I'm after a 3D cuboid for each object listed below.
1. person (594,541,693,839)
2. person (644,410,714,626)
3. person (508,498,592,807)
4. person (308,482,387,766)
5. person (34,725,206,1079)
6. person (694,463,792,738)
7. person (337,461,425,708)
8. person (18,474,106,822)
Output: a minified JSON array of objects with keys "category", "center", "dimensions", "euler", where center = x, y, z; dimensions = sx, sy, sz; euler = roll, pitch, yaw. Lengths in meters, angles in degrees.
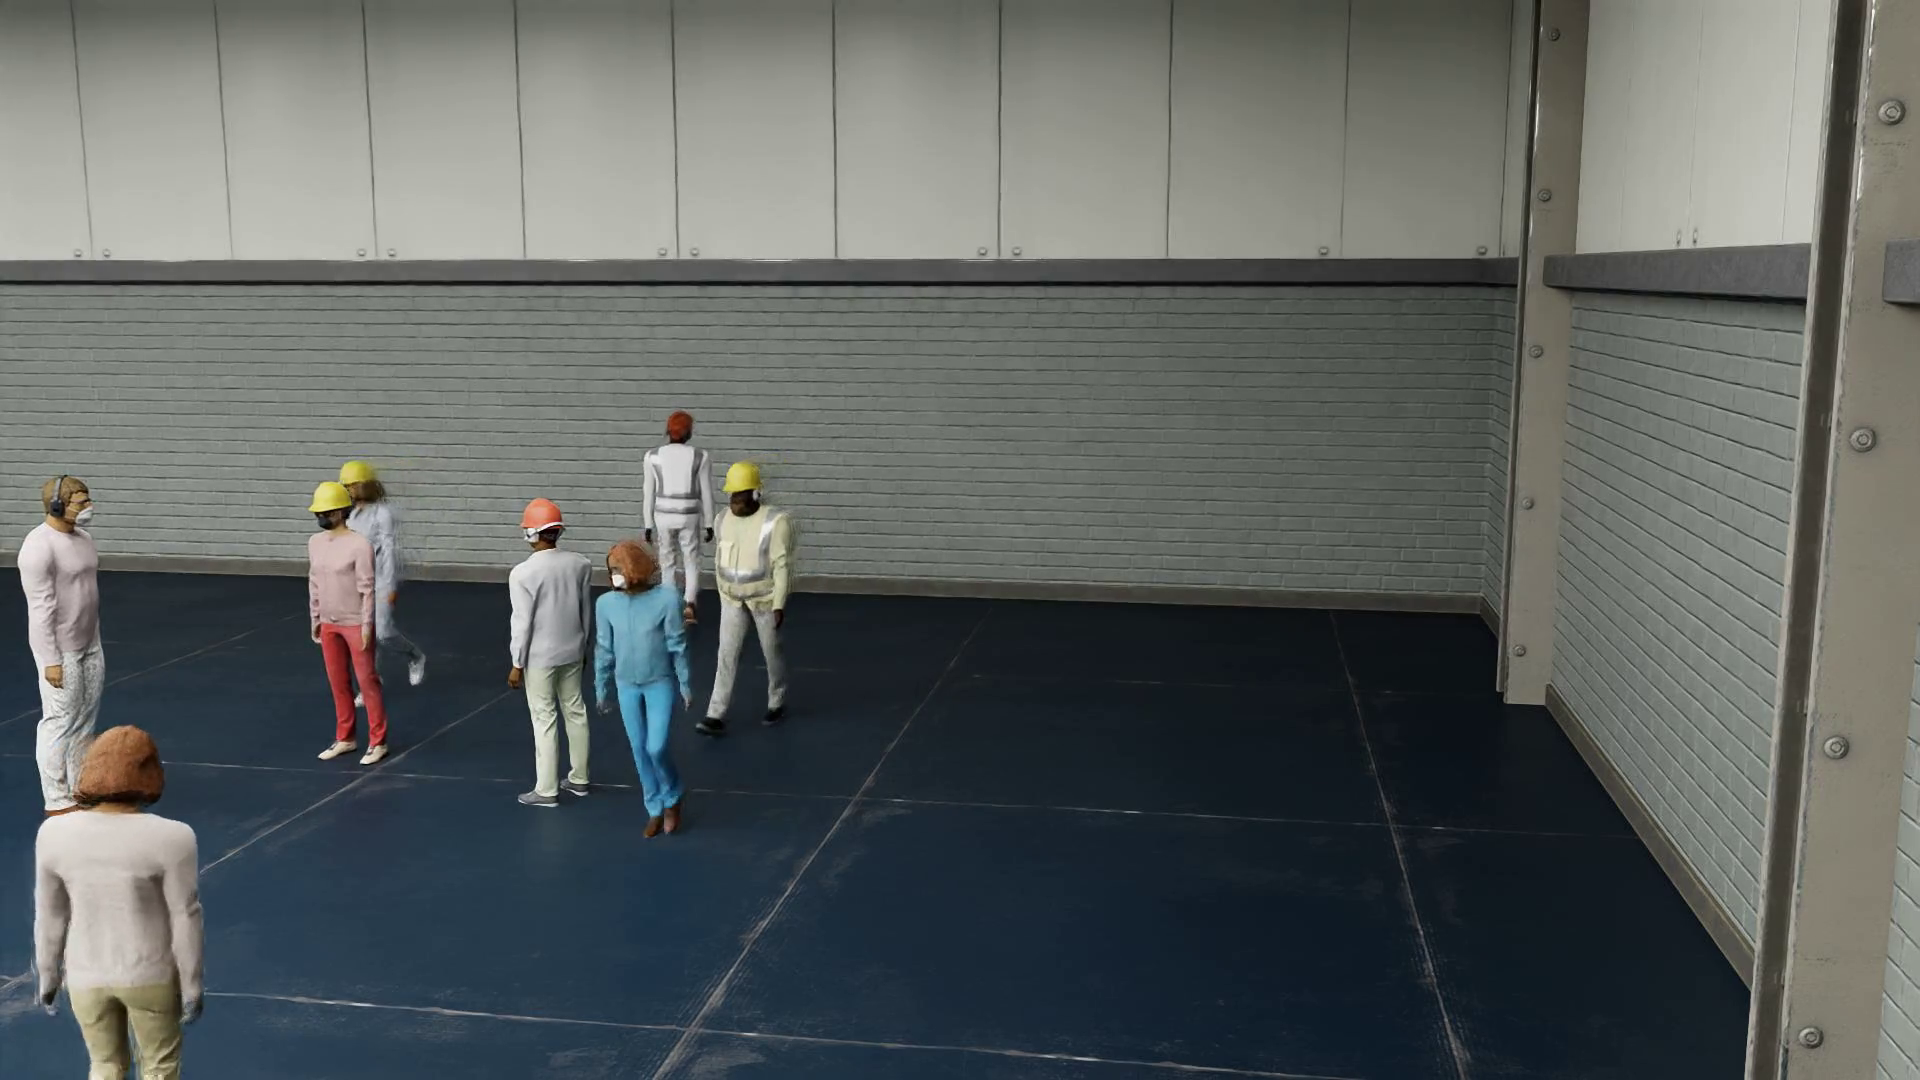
[{"category":"person","center":[-1.690,0.801,8.855],"dimensions":[0.527,1.607,0.373],"euler":[2,9,12]},{"category":"person","center":[-2.365,-0.157,14.007],"dimensions":[0.580,1.869,0.513],"euler":[-1,9,-7]},{"category":"person","center":[-2.341,0.634,9.462],"dimensions":[0.327,1.753,0.563],"euler":[7,11,35]},{"category":"person","center":[-3.792,0.514,10.211],"dimensions":[0.533,1.762,0.344],"euler":[4,10,25]},{"category":"person","center":[-2.642,1.395,5.203],"dimensions":[0.530,1.610,0.476],"euler":[-1,9,-4]},{"category":"person","center":[-1.389,0.392,10.841],"dimensions":[0.606,1.781,0.910],"euler":[3,10,20]},{"category":"person","center":[-4.096,0.287,11.671],"dimensions":[0.505,1.726,0.535],"euler":[4,10,23]},{"category":"person","center":[-4.902,0.599,9.160],"dimensions":[0.366,1.932,0.628],"euler":[0,9,-2]}]
